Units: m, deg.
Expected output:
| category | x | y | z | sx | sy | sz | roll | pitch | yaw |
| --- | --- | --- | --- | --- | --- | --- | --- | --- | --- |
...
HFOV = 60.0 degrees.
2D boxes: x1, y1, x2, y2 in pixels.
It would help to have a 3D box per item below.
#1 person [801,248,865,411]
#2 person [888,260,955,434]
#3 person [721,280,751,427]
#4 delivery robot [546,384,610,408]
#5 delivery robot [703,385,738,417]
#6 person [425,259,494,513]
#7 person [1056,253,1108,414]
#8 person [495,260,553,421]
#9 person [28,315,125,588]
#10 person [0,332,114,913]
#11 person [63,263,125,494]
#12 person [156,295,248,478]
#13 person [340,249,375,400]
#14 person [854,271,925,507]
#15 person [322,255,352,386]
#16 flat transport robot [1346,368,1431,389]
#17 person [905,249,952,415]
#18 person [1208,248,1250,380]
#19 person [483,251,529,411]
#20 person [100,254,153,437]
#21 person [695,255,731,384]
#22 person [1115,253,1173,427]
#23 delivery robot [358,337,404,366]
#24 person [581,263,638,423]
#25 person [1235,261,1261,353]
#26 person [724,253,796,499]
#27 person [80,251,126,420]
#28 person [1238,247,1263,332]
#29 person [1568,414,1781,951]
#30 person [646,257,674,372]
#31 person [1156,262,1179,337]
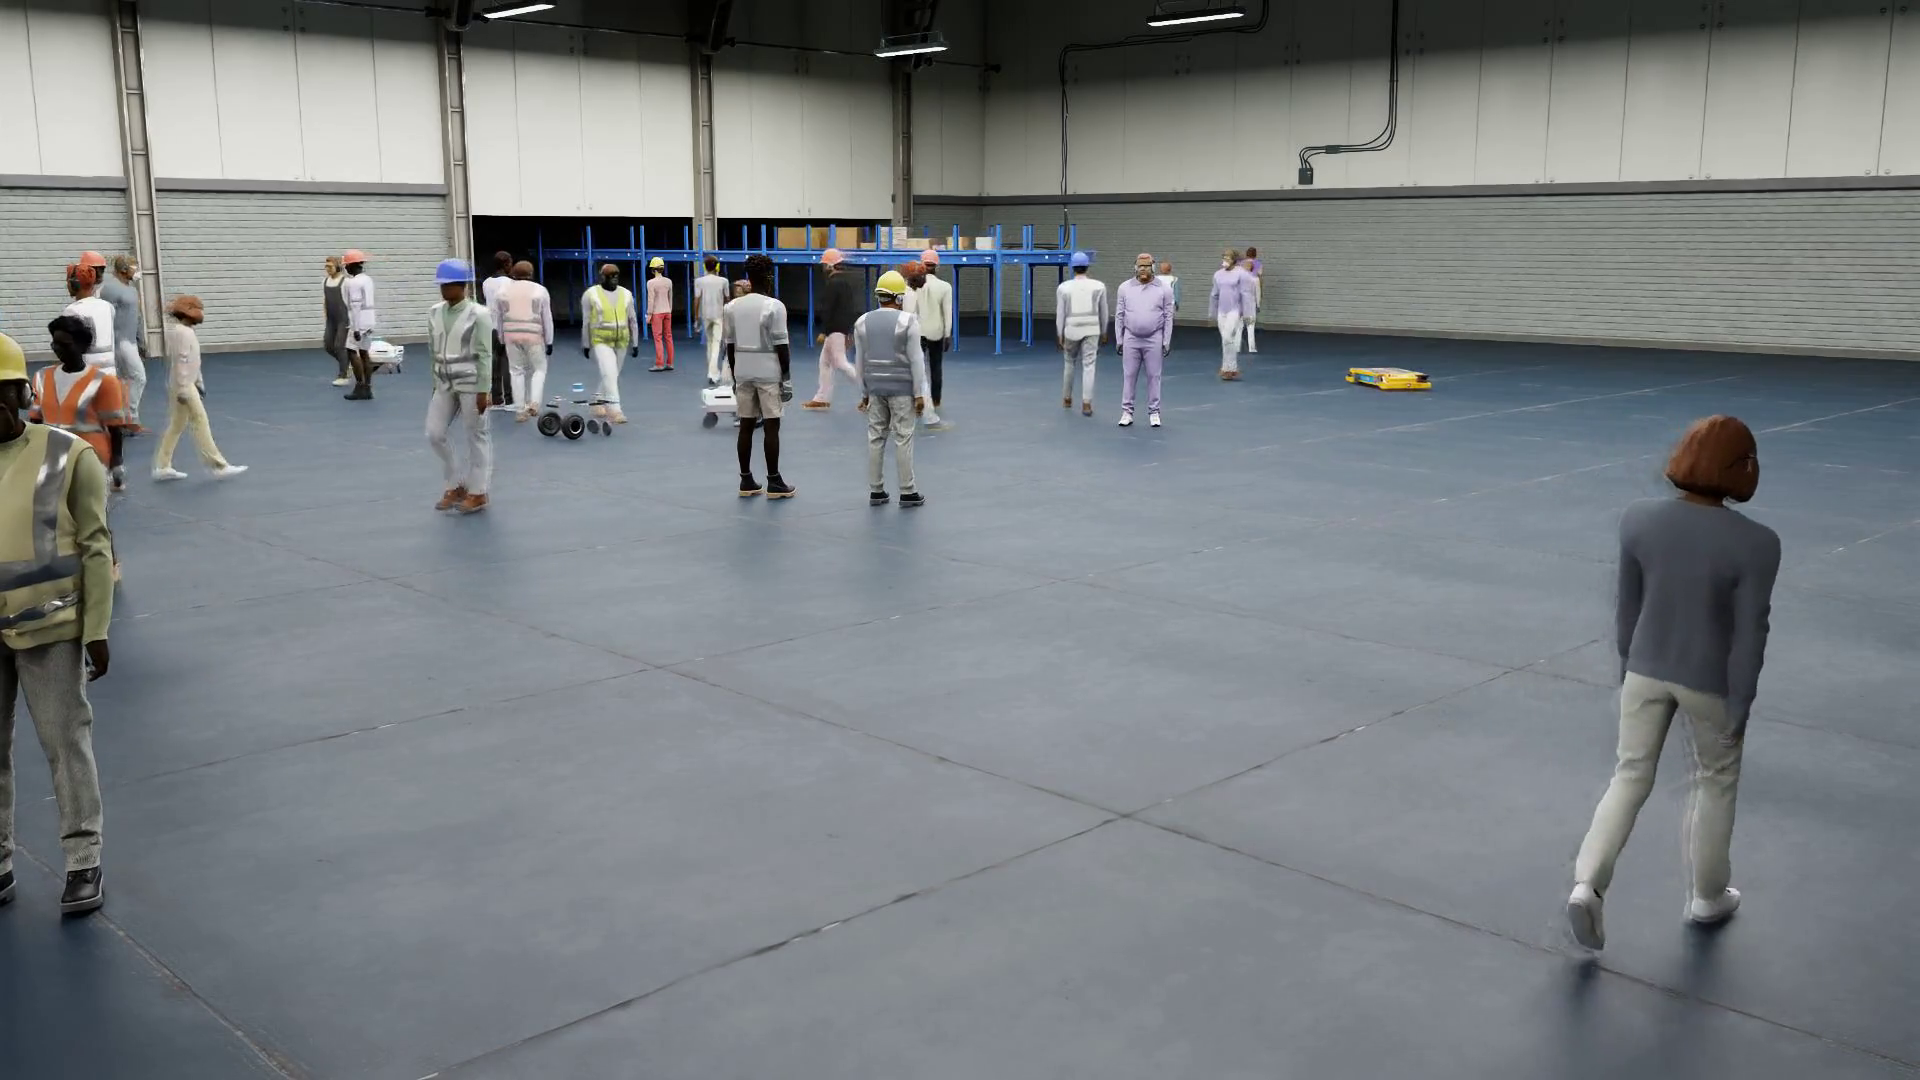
| category | x | y | z | sx | sy | sz | roll | pitch | yaw |
| --- | --- | --- | --- | --- | --- | --- | --- | --- | --- |
| person | -1.429 | -2.523 | 20.016 | 0.952 | 1.965 | 0.608 | 1 | 10 | 8 |
| person | -0.504 | -2.035 | 17.674 | 0.943 | 1.836 | 0.583 | -4 | 11 | -19 |
| person | -2.428 | -2.069 | 18.427 | 0.535 | 1.619 | 0.359 | 5 | 12 | 26 |
| delivery robot | -4.062 | -1.548 | 17.673 | 0.335 | 0.223 | 0.698 | 9 | 14 | 39 |
| delivery robot | -2.513 | -1.583 | 18.572 | 0.707 | 0.478 | 0.477 | -1 | 10 | -5 |
| person | -3.827 | -1.157 | 12.628 | 0.643 | 1.929 | 0.538 | 5 | 11 | 24 |
| person | 1.466 | -2.493 | 20.016 | 0.632 | 1.893 | 0.999 | 0 | 10 | 3 |
| person | -4.968 | -2.274 | 19.017 | 0.664 | 1.822 | 0.435 | 0 | 10 | -2 |
| person | -5.069 | -0.458 | 9.547 | 0.534 | 1.664 | 0.749 | 2 | 11 | 12 |
| person | -2.942 | 0.262 | 5.155 | 0.591 | 1.837 | 0.403 | -2 | 11 | -11 |
| person | -7.133 | -1.319 | 13.656 | 0.355 | 1.882 | 0.575 | 1 | 10 | 3 |
| person | -6.668 | -1.326 | 14.456 | 0.778 | 1.586 | 0.570 | -4 | 11 | -19 |
| person | -7.773 | -2.778 | 21.491 | 0.409 | 1.932 | 0.558 | 1 | 10 | 5 |
| person | -0.530 | -1.188 | 13.069 | 0.587 | 1.833 | 0.404 | 5 | 11 | 25 |
| person | -8.794 | -3.114 | 23.592 | 0.510 | 1.834 | 0.475 | 4 | 11 | 18 |
| flat transport robot | 6.036 | -2.296 | 23.496 | 0.652 | 0.197 | 1.431 | -2 | 11 | -9 |
| person | -0.398 | -2.483 | 19.829 | 0.608 | 1.959 | 1.011 | 1 | 10 | 3 |
| person | 3.858 | -3.277 | 24.241 | 0.725 | 1.909 | 0.660 | -9 | 14 | -40 |
| person | -5.546 | -2.532 | 20.174 | 0.596 | 1.915 | 0.373 | 8 | 13 | 38 |
| person | -8.699 | -2.030 | 17.445 | 0.671 | 1.911 | 0.655 | -1 | 10 | -5 |
| person | -3.569 | -3.182 | 23.976 | 0.503 | 1.834 | 0.939 | 1 | 10 | 7 |
| person | 2.037 | -2.222 | 18.510 | 0.642 | 1.908 | 0.407 | 2 | 11 | 11 |
| delivery robot | -9.004 | -2.903 | 25.773 | 0.707 | 0.478 | 0.477 | 1 | 10 | 4 |
| person | -4.063 | -2.288 | 19.200 | 0.633 | 1.801 | 0.935 | -8 | 13 | -37 |
| person | 5.155 | -4.188 | 29.959 | 0.522 | 1.638 | 0.311 | 5 | 11 | 25 |
| person | -1.615 | -1.327 | 13.466 | 0.607 | 1.966 | 0.367 | 6 | 12 | 28 |
| person | -9.496 | -2.217 | 18.394 | 0.546 | 1.939 | 0.375 | 5 | 12 | 27 |
| person | 6.385 | -5.520 | 36.656 | 0.574 | 1.843 | 0.374 | 5 | 11 | 23 |
| person | 2.126 | 0.421 | 4.940 | 0.786 | 1.597 | 0.497 | -10 | 14 | -43 |
| person | -4.698 | -3.521 | 25.976 | 0.314 | 1.769 | 0.524 | 7 | 12 | 33 |
| person | 3.897 | -4.473 | 31.597 | 0.523 | 1.612 | 0.770 | 2 | 11 | 10 |
